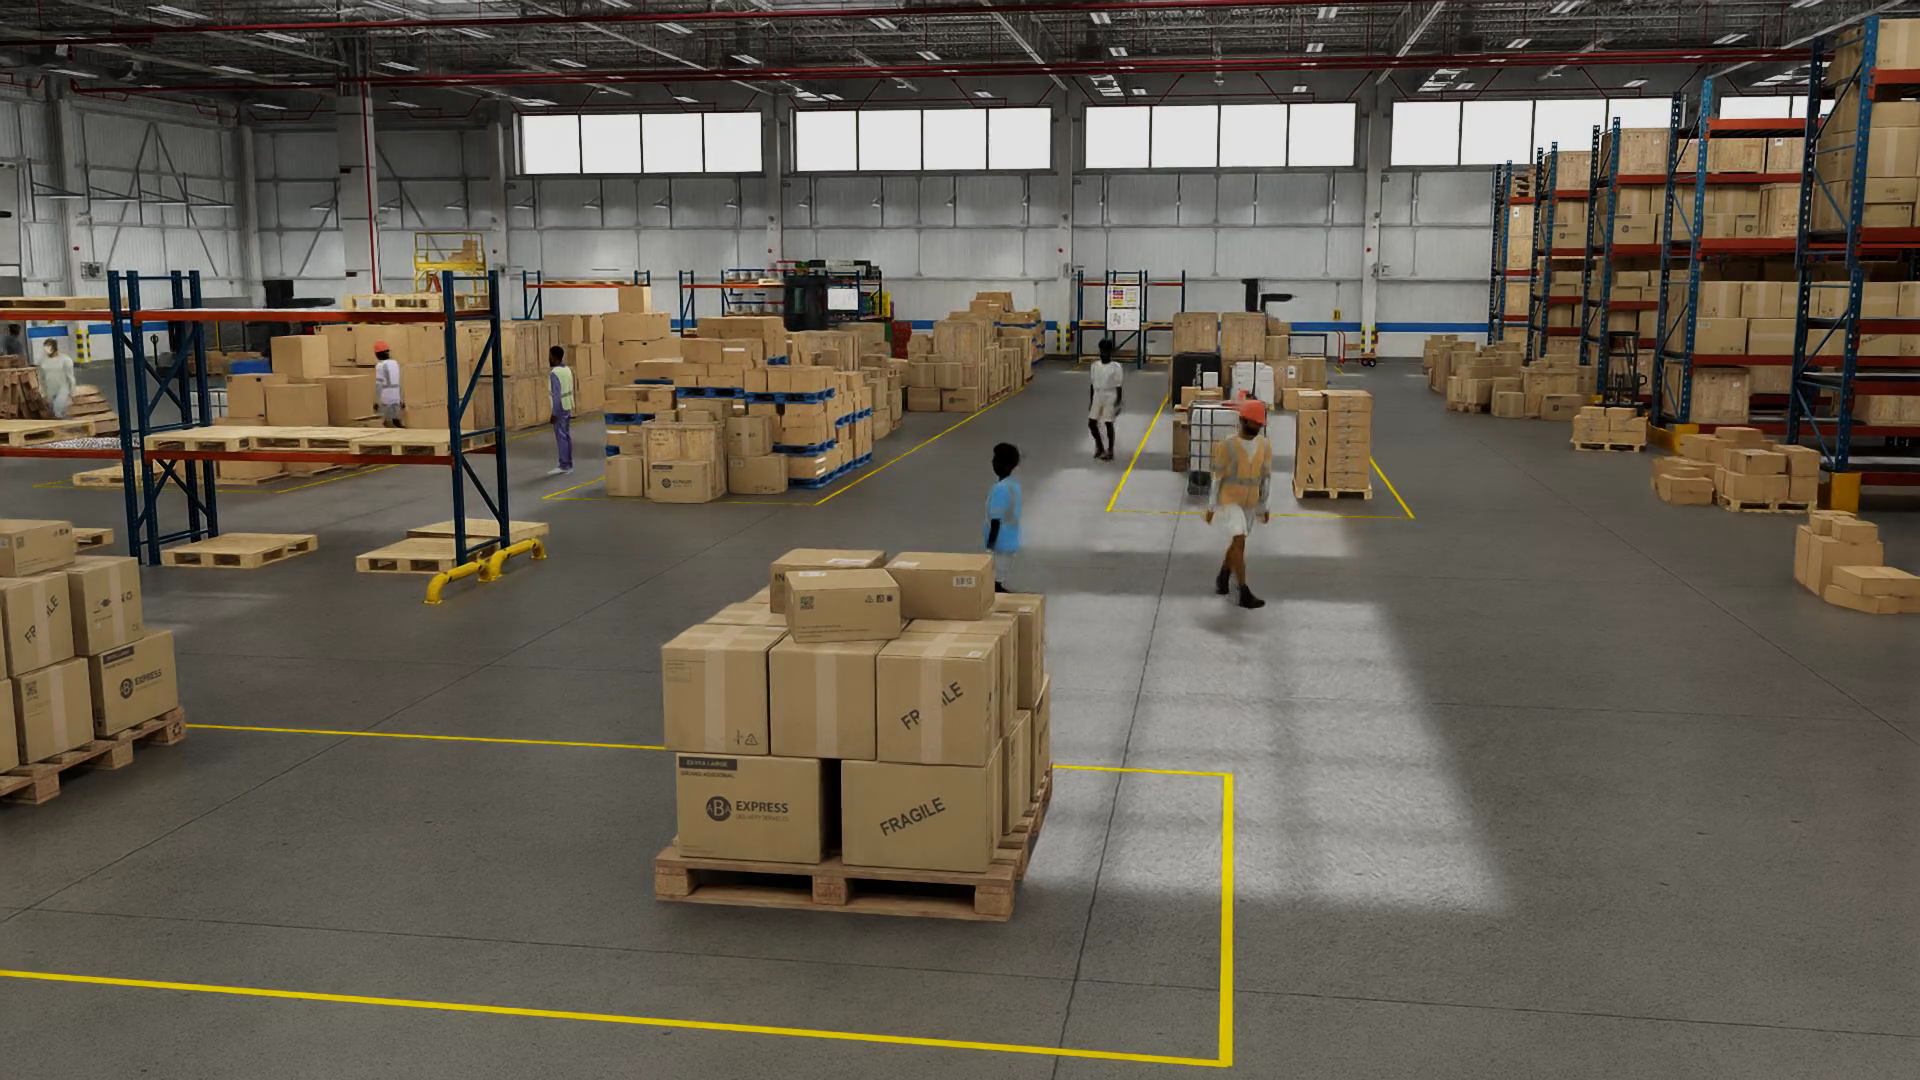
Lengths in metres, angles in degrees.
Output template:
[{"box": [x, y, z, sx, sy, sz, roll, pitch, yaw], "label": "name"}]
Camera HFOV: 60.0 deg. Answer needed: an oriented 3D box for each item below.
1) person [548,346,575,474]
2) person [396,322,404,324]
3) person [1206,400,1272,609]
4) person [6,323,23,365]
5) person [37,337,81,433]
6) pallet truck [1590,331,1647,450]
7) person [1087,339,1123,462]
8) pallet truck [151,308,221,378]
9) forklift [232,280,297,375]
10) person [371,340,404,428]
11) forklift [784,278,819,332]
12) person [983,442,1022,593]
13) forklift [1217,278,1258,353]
[{"box": [-5.957, -1.936, 24.813, 0.385, 1.918, 0.596, 1, 9, 4], "label": "person"}, {"box": [-15.263, -5.267, 45.454, 0.354, 1.886, 0.573, 1, 9, 7], "label": "person"}, {"box": [2.526, -0.356, 15.214, 0.595, 1.886, 0.990, -4, 10, -21], "label": "person"}, {"box": [-20.786, -3.819, 36.506, 0.991, 1.902, 0.645, -5, 10, -28], "label": "person"}, {"box": [-15.347, -2.508, 28.396, 0.638, 1.914, 0.852, 1, 9, 9], "label": "person"}, {"box": [11.253, -2.573, 28.499, 0.823, 1.965, 1.885, 5, 10, 27], "label": "pallet truck"}, {"box": [2.281, -2.190, 26.275, 0.629, 1.947, 0.522, 7, 12, 38], "label": "person"}, {"box": [-21.869, -5.598, 47.154, 0.823, 1.965, 1.885, 4, 10, 26], "label": "pallet truck"}, {"box": [-14.688, -4.235, 36.031, 1.873, 2.768, 1.129, 0, 9, -2], "label": "forklift"}, {"box": [-9.270, -2.278, 26.956, 0.582, 1.902, 0.582, 3, 10, 16], "label": "person"}, {"box": [-4.043, -5.283, 42.498, 1.129, 2.768, 1.873, 7, 11, 36], "label": "forklift"}, {"box": [0.377, 0.055, 13.342, 0.561, 1.661, 0.590, 1, 9, 8], "label": "person"}, {"box": [7.544, -5.409, 43.273, 1.873, 2.768, 1.129, 1, 9, 9], "label": "forklift"}]
